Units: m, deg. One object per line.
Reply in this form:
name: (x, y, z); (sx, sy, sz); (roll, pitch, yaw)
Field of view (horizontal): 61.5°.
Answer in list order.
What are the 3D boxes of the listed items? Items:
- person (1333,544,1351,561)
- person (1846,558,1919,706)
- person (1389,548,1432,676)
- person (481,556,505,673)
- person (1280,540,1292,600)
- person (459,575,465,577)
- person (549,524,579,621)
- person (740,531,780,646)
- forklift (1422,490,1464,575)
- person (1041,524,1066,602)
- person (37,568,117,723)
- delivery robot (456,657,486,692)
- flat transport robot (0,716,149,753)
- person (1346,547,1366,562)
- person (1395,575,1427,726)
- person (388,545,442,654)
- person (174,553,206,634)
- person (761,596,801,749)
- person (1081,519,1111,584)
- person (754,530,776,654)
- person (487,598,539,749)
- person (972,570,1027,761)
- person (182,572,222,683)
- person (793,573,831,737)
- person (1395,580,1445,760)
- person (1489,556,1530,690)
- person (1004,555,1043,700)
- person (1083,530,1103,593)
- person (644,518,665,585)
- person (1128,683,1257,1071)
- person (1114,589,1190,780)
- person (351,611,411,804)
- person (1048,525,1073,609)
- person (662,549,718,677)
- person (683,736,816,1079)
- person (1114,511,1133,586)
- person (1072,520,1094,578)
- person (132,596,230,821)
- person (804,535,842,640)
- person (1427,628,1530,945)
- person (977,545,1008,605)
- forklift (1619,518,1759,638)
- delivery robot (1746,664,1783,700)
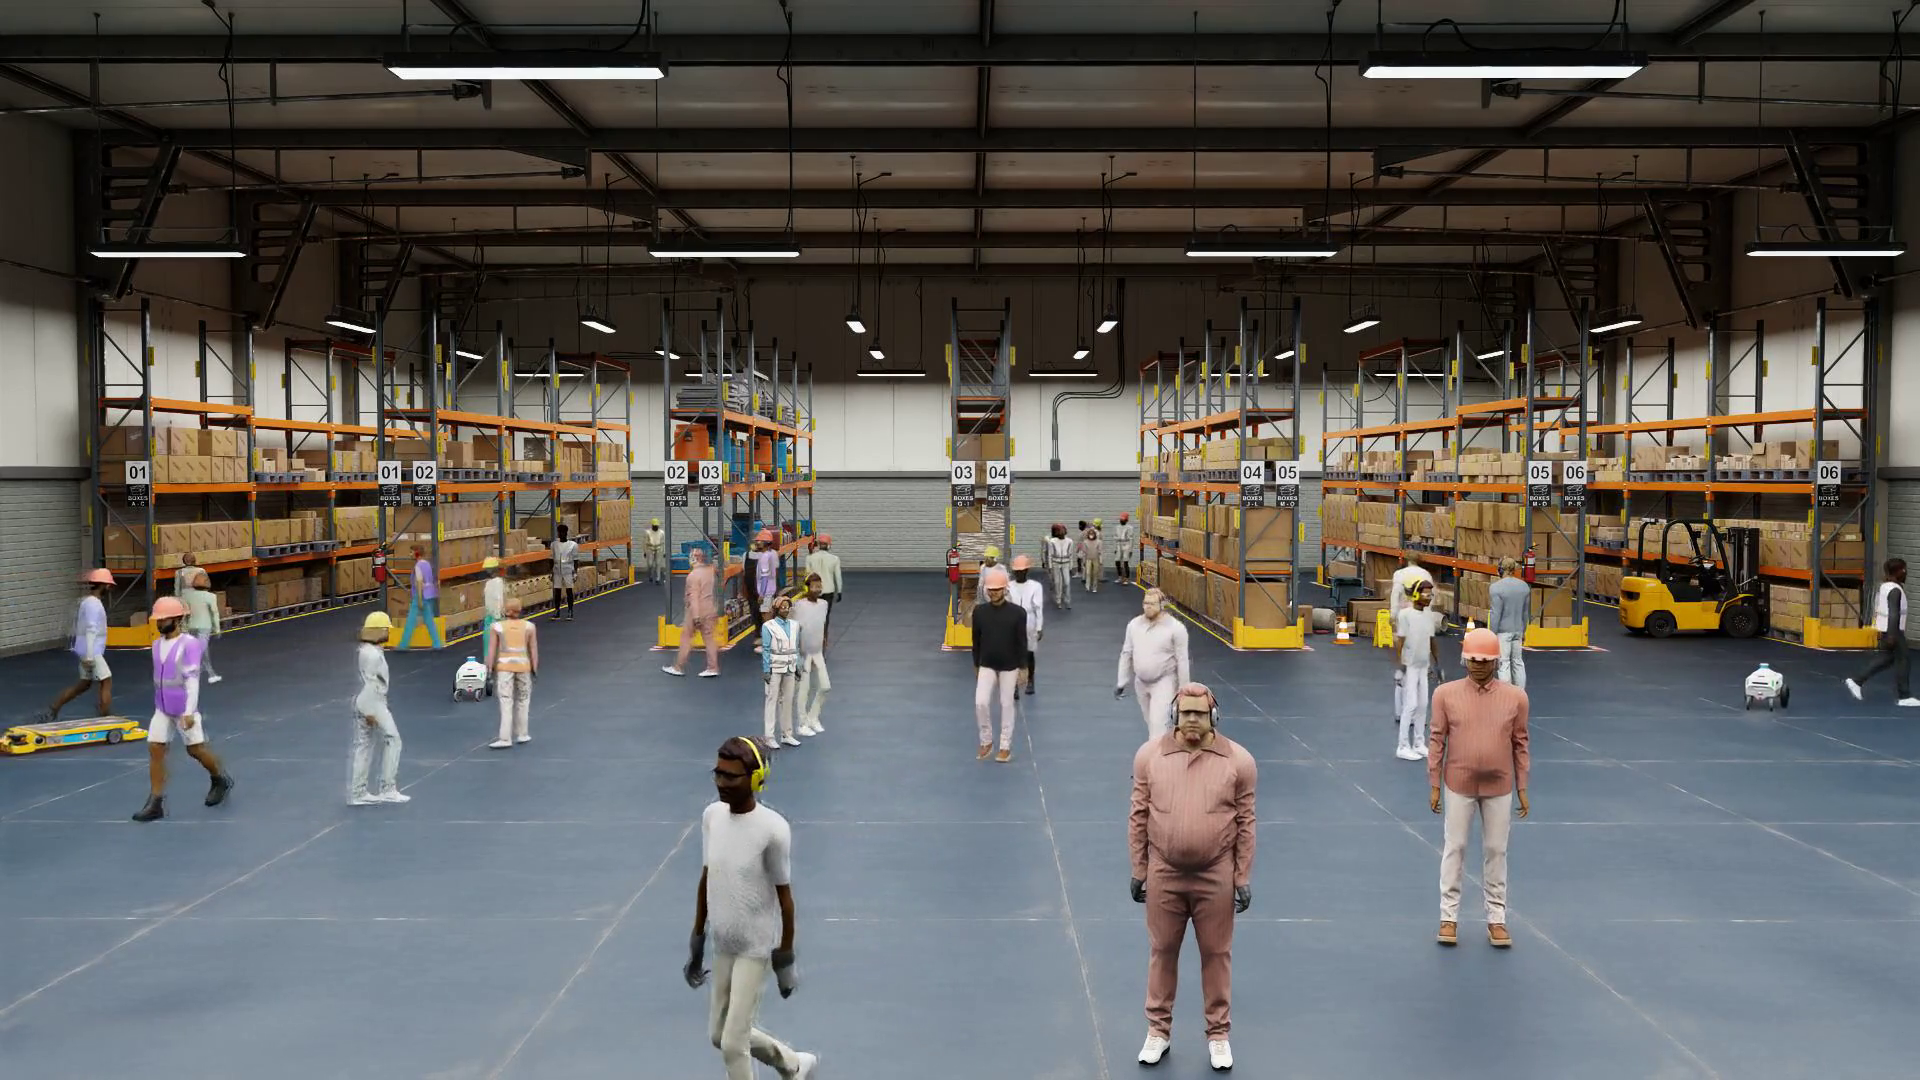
person: (11.231, 0.107, 47.486); (0.698, 1.897, 0.500); (-2, 3, -45)
person: (11.946, 1.172, 20.809); (0.827, 1.893, 0.596); (1, 2, 22)
person: (6.508, 1.070, 23.140); (0.638, 1.916, 0.871); (-1, 2, -23)
person: (-6.891, 1.110, 24.151); (0.690, 1.751, 0.526); (-2, 3, -39)
person: (7.733, 0.610, 38.081); (0.504, 1.633, 0.279); (0, 2, -2)
person: (-11.929, 0.452, 38.263); (0.638, 1.938, 0.357); (0, 2, -3)
person: (-8.073, 0.657, 32.861); (0.603, 1.959, 0.376); (0, 2, 4)
person: (-3.506, 0.830, 28.019); (0.709, 2.000, 0.541); (1, 2, 20)
forklift: (13.926, -0.371, 47.846); (1.873, 2.768, 1.129); (0, 2, 0)
person: (2.234, 0.524, 38.100); (0.622, 1.815, 0.815); (0, 2, 5)
person: (-10.002, 1.268, 18.413); (0.869, 1.898, 0.588); (-1, 3, -33)
delivery robot: (-6.440, 1.783, 21.290); (0.477, 0.478, 0.707); (-1, 2, -13)
flat transport robot: (-9.713, 2.114, 17.651); (0.652, 0.197, 1.431); (2, 3, 39)
person: (11.104, 0.230, 45.082); (0.672, 1.839, 0.401); (1, 2, 24)
person: (5.334, 1.301, 19.086); (0.329, 1.765, 0.526); (0, 2, -4)
person: (-9.015, 0.976, 26.794); (0.842, 1.803, 0.574); (0, 2, 1)
person: (-13.072, 1.036, 27.433); (0.508, 1.629, 0.314); (-2, 3, -36)
person: (-1.937, 1.425, 17.486); (0.308, 1.641, 0.515); (2, 3, 41)
person: (3.670, 0.309, 44.000); (0.714, 1.777, 0.620); (-1, 3, -28)
person: (-3.242, 0.853, 26.842); (0.361, 2.048, 0.611); (0, 2, 5)
person: (-4.874, 1.442, 17.591); (0.561, 1.606, 0.504); (-1, 3, -25)
person: (0.396, 1.297, 16.587); (0.615, 1.975, 0.532); (1, 2, 15)
person: (-10.627, 1.247, 22.590); (0.511, 1.595, 0.864); (1, 2, 13)
person: (-1.687, 1.292, 18.266); (0.509, 1.857, 0.434); (-2, 3, -40)
person: (4.786, 1.344, 16.844); (0.560, 1.857, 0.372); (-2, 3, -34)
person: (6.839, 1.171, 20.168); (0.634, 1.938, 0.355); (-1, 3, -28)
person: (0.836, 1.142, 21.480); (0.544, 1.899, 0.976); (0, 2, 6)
person: (3.314, 0.540, 40.406); (0.503, 1.588, 0.850); (0, 2, 7)
person: (-8.192, 0.305, 43.429); (0.614, 1.813, 0.476); (-1, 2, -16)
person: (1.158, 1.666, 8.093); (0.643, 1.911, 0.411); (0, 2, 12)
person: (1.809, 1.398, 15.426); (0.657, 1.858, 0.966); (2, 3, 41)
person: (-5.187, 1.503, 14.506); (0.629, 1.722, 0.488); (-1, 3, -29)
person: (2.225, 0.600, 35.484); (0.572, 1.852, 0.841); (0, 2, -3)
person: (-3.919, 1.065, 23.578); (0.915, 1.869, 0.671); (1, 2, 23)
person: (-0.890, 1.742, 6.943); (0.520, 1.852, 0.723); (2, 3, 42)
person: (4.374, 0.225, 43.197); (0.629, 2.009, 0.580); (2, 3, 41)
person: (3.612, 0.257, 46.490); (0.748, 1.672, 0.530); (0, 2, -5)
person: (-6.785, 1.432, 14.096); (0.549, 1.914, 0.908); (1, 2, 19)
person: (-2.329, 0.876, 27.697); (0.634, 1.928, 1.038); (0, 2, 8)
person: (3.263, 1.543, 10.152); (0.621, 1.990, 0.396); (0, 2, 11)
person: (0.539, 0.987, 26.273); (0.618, 1.817, 0.499); (2, 3, 45)
forklift: (13.417, 0.684, 29.791); (2.313, 2.155, 1.214); (0, 2, 0)
delivery robot: (10.208, 1.813, 20.490); (0.477, 0.478, 0.707); (2, 3, 35)
